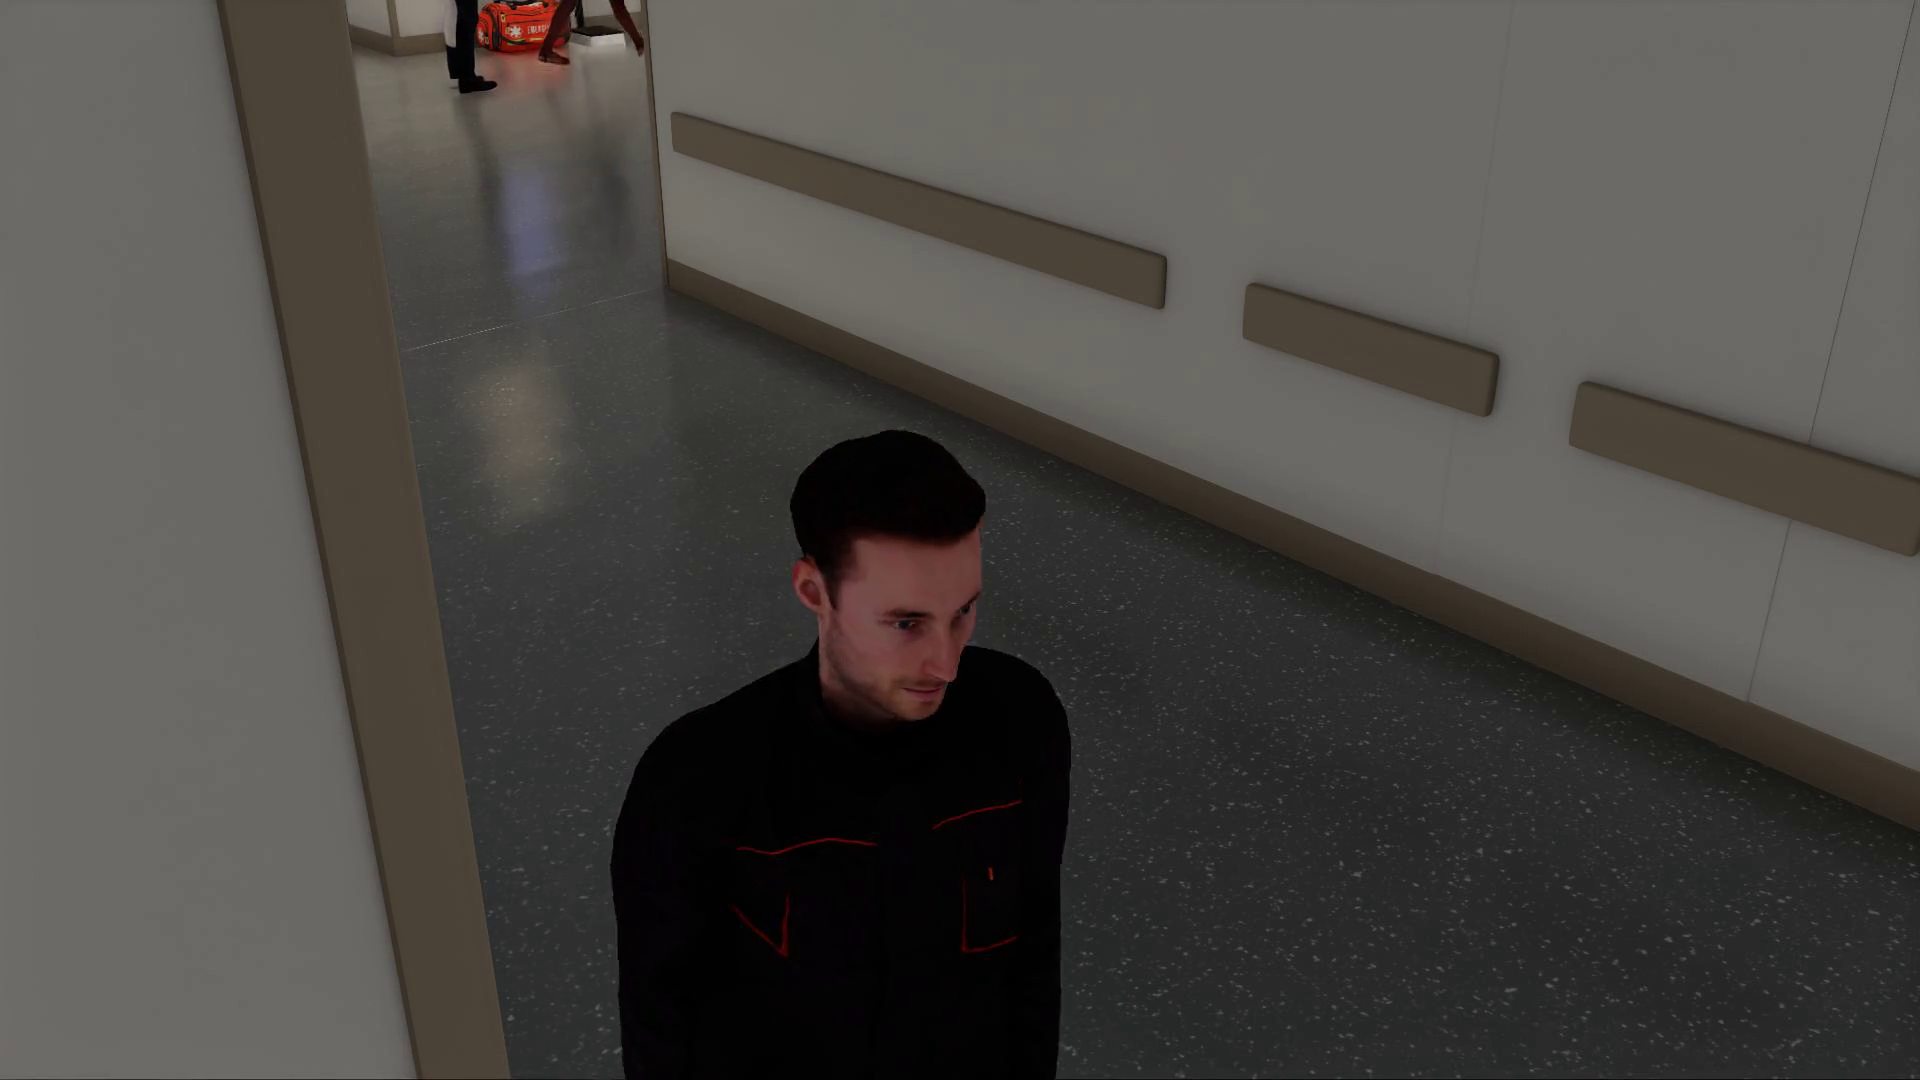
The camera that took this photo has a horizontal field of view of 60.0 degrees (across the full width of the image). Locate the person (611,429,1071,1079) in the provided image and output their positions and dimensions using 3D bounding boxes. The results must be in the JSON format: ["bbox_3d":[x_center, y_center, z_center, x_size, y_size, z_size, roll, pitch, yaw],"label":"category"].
[{"bbox_3d":[-0.170,0.714,2.059,0.666,1.895,0.783,-12,28,-23],"label":"person"}]

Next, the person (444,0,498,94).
[{"bbox_3d":[-3.856,-4.393,12.656,0.579,1.889,0.685,-20,32,-35],"label":"person"}]

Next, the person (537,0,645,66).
[{"bbox_3d":[-3.063,-4.618,13.420,1.393,1.631,0.781,-13,29,-25],"label":"person"}]
